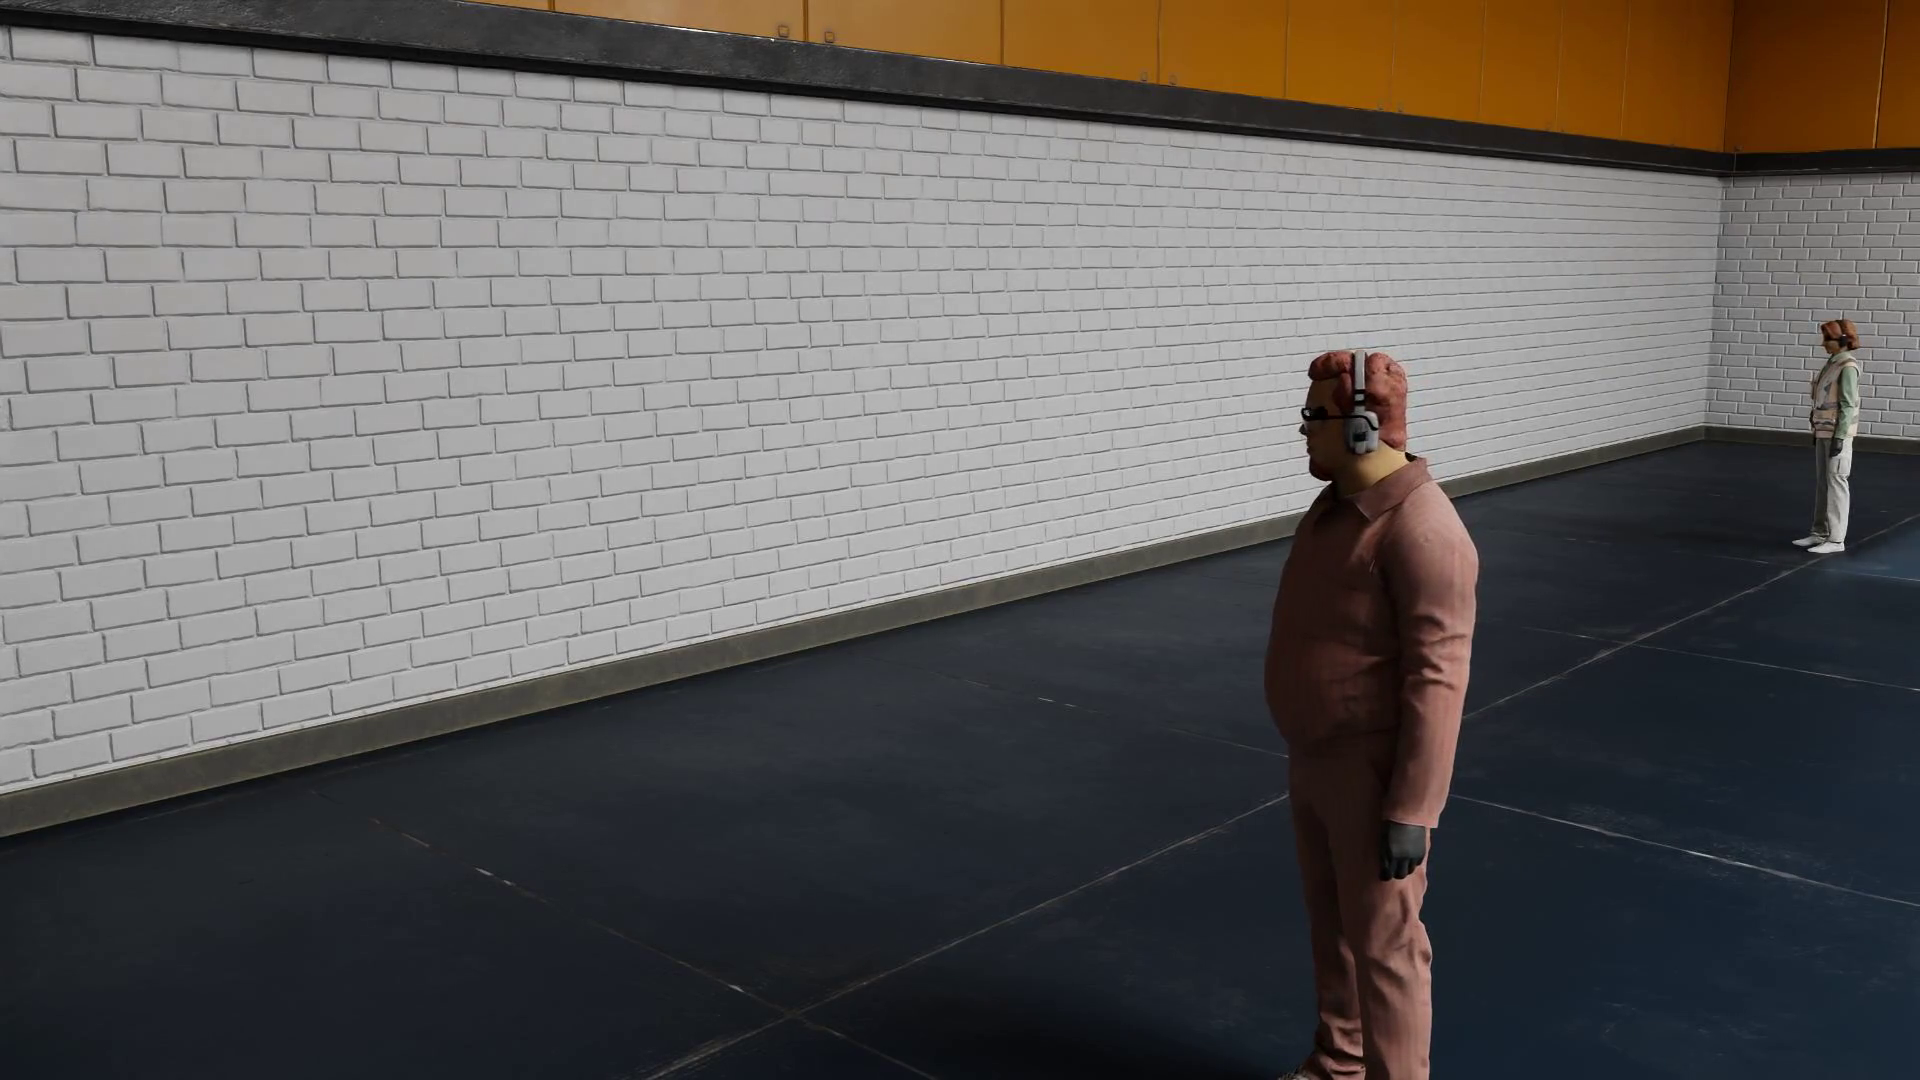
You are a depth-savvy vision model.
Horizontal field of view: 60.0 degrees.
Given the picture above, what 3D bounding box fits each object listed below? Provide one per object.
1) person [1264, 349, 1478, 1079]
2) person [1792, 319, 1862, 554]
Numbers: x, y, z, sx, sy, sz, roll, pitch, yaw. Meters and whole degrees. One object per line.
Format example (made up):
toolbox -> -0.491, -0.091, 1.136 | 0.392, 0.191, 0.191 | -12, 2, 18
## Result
person -> 0.888, 0.520, 3.807 | 0.402, 1.904, 0.652 | -2, 10, -9
person -> 6.107, -0.722, 11.641 | 0.308, 1.638, 0.511 | 2, 10, 11
